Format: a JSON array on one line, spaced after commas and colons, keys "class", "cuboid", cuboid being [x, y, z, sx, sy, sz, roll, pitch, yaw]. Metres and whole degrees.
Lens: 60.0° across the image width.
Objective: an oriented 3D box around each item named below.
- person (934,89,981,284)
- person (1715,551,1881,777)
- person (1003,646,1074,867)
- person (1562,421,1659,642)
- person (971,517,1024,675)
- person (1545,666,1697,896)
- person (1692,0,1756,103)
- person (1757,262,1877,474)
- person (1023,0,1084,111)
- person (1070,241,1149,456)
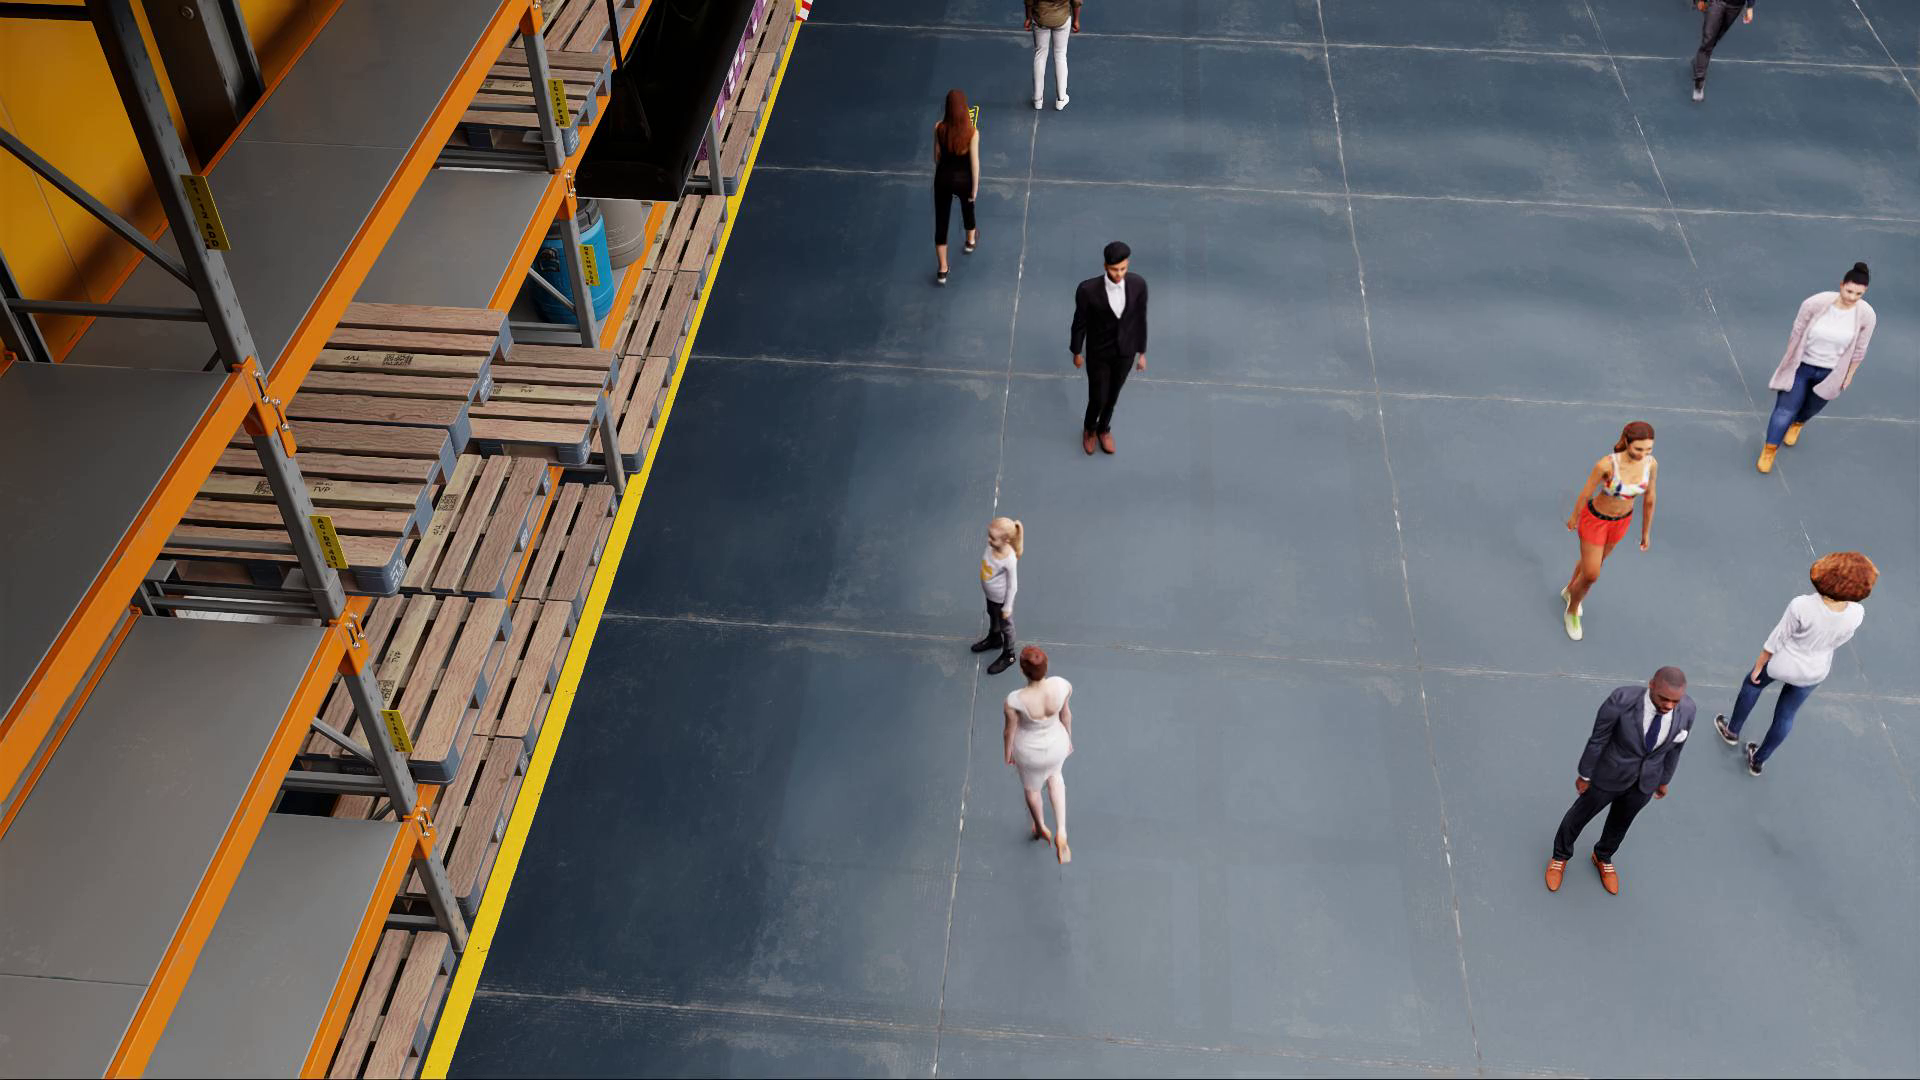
[{"class": "person", "cuboid": [-0.078, -2.970, 14.135, 0.689, 1.695, 1.063, 8, 44, 9]}, {"class": "person", "cuboid": [5.124, 0.828, 10.155, 0.692, 1.686, 0.736, 7, 44, 8]}, {"class": "person", "cuboid": [0.479, 1.302, 9.590, 0.761, 1.778, 0.867, -8, 44, -9]}, {"class": "person", "cuboid": [4.299, -0.180, 11.153, 0.695, 1.768, 0.799, -7, 44, -7]}, {"class": "person", "cuboid": [0.269, 0.335, 10.966, 0.637, 1.279, 0.559, -19, 47, -19]}, {"class": "person", "cuboid": [3.793, 1.338, 9.518, 0.676, 1.826, 0.575, 3, 44, 3]}, {"class": "person", "cuboid": [7.622, -5.386, 16.580, 0.703, 1.821, 1.212, 7, 44, 8]}, {"class": "person", "cuboid": [6.418, -1.347, 12.411, 0.889, 1.723, 1.053, 18, 46, 18]}, {"class": "person", "cuboid": [0.893, -5.088, 16.264, 0.731, 1.825, 0.555, 5, 44, 5]}, {"class": "person", "cuboid": [1.103, -1.485, 12.451, 0.781, 1.867, 0.741, -10, 45, -11]}]
